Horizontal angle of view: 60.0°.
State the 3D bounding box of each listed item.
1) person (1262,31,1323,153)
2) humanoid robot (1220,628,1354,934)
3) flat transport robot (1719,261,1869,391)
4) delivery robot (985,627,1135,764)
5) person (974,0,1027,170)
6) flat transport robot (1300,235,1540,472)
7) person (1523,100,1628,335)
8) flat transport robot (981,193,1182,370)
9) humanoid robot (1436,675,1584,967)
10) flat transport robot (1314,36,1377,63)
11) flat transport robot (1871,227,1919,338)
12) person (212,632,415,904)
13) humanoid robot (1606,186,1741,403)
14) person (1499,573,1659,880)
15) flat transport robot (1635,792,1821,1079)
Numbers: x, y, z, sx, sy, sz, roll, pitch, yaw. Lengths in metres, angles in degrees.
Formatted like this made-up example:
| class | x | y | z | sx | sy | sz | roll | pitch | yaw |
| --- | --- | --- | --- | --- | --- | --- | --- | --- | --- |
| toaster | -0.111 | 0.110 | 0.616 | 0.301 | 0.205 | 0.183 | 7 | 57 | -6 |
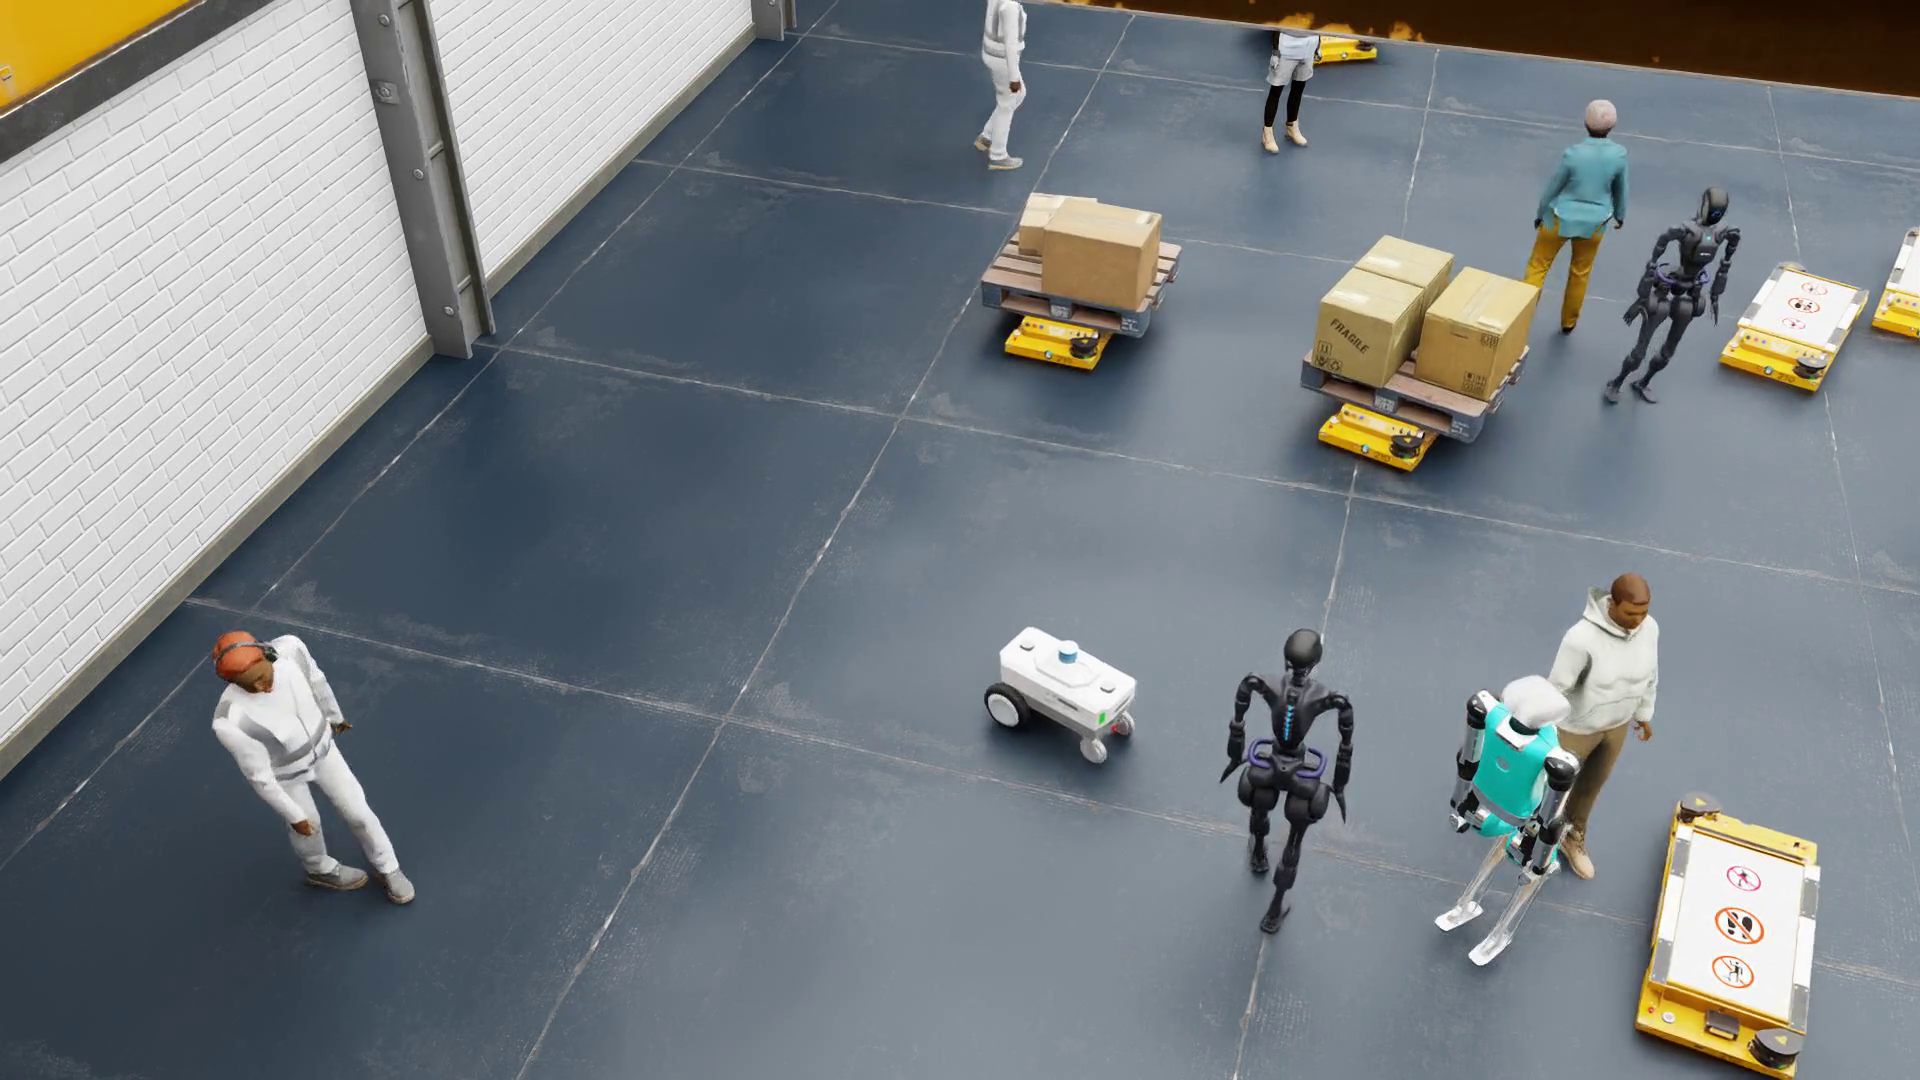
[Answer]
| class | x | y | z | sx | sy | sz | roll | pitch | yaw |
| --- | --- | --- | --- | --- | --- | --- | --- | --- | --- |
| person | 2.818 | -4.104 | 13.968 | 0.532 | 1.697 | 0.319 | -17 | 42 | -20 |
| humanoid robot | 1.500 | 1.048 | 7.586 | 0.600 | 1.635 | 0.575 | 12 | 40 | 15 |
| flat transport robot | 6.010 | -1.553 | 11.936 | 0.659 | 0.231 | 1.431 | 24 | 45 | 27 |
| delivery robot | 0.542 | 0.782 | 8.817 | 0.805 | 0.612 | 0.499 | 26 | 46 | 29 |
| person | 0.389 | -3.925 | 13.611 | 0.421 | 1.864 | 0.611 | -6 | 39 | -7 |
| flat transport robot | 3.021 | -0.979 | 11.222 | 0.659 | 0.231 | 1.431 | 23 | 44 | 26 |
| person | 4.286 | -2.174 | 11.526 | 0.711 | 1.757 | 0.434 | 2 | 39 | 2 |
| flat transport robot | 0.877 | -1.732 | 12.159 | 0.659 | 0.231 | 1.431 | 14 | 41 | 17 |
| humanoid robot | 2.490 | 1.180 | 7.290 | 0.725 | 1.699 | 0.541 | -25 | 45 | -27 |
| flat transport robot | 3.516 | -5.051 | 16.287 | 0.659 | 0.231 | 1.431 | -7 | 39 | -8 |
| flat transport robot | 7.262 | -1.883 | 12.347 | 0.659 | 0.231 | 1.431 | 22 | 44 | 25 |
| person | -2.913 | 1.034 | 7.464 | 0.668 | 1.843 | 0.670 | 19 | 43 | 22 |
| humanoid robot | 4.691 | -1.592 | 10.874 | 0.614 | 1.638 | 0.390 | -2 | 39 | -2 |
| person | 2.936 | 0.855 | 7.749 | 0.549 | 1.761 | 0.464 | -11 | 40 | -13 |
| flat transport robot | 3.605 | 1.806 | 7.758 | 0.659 | 0.231 | 1.431 | 17 | 42 | 20 |
